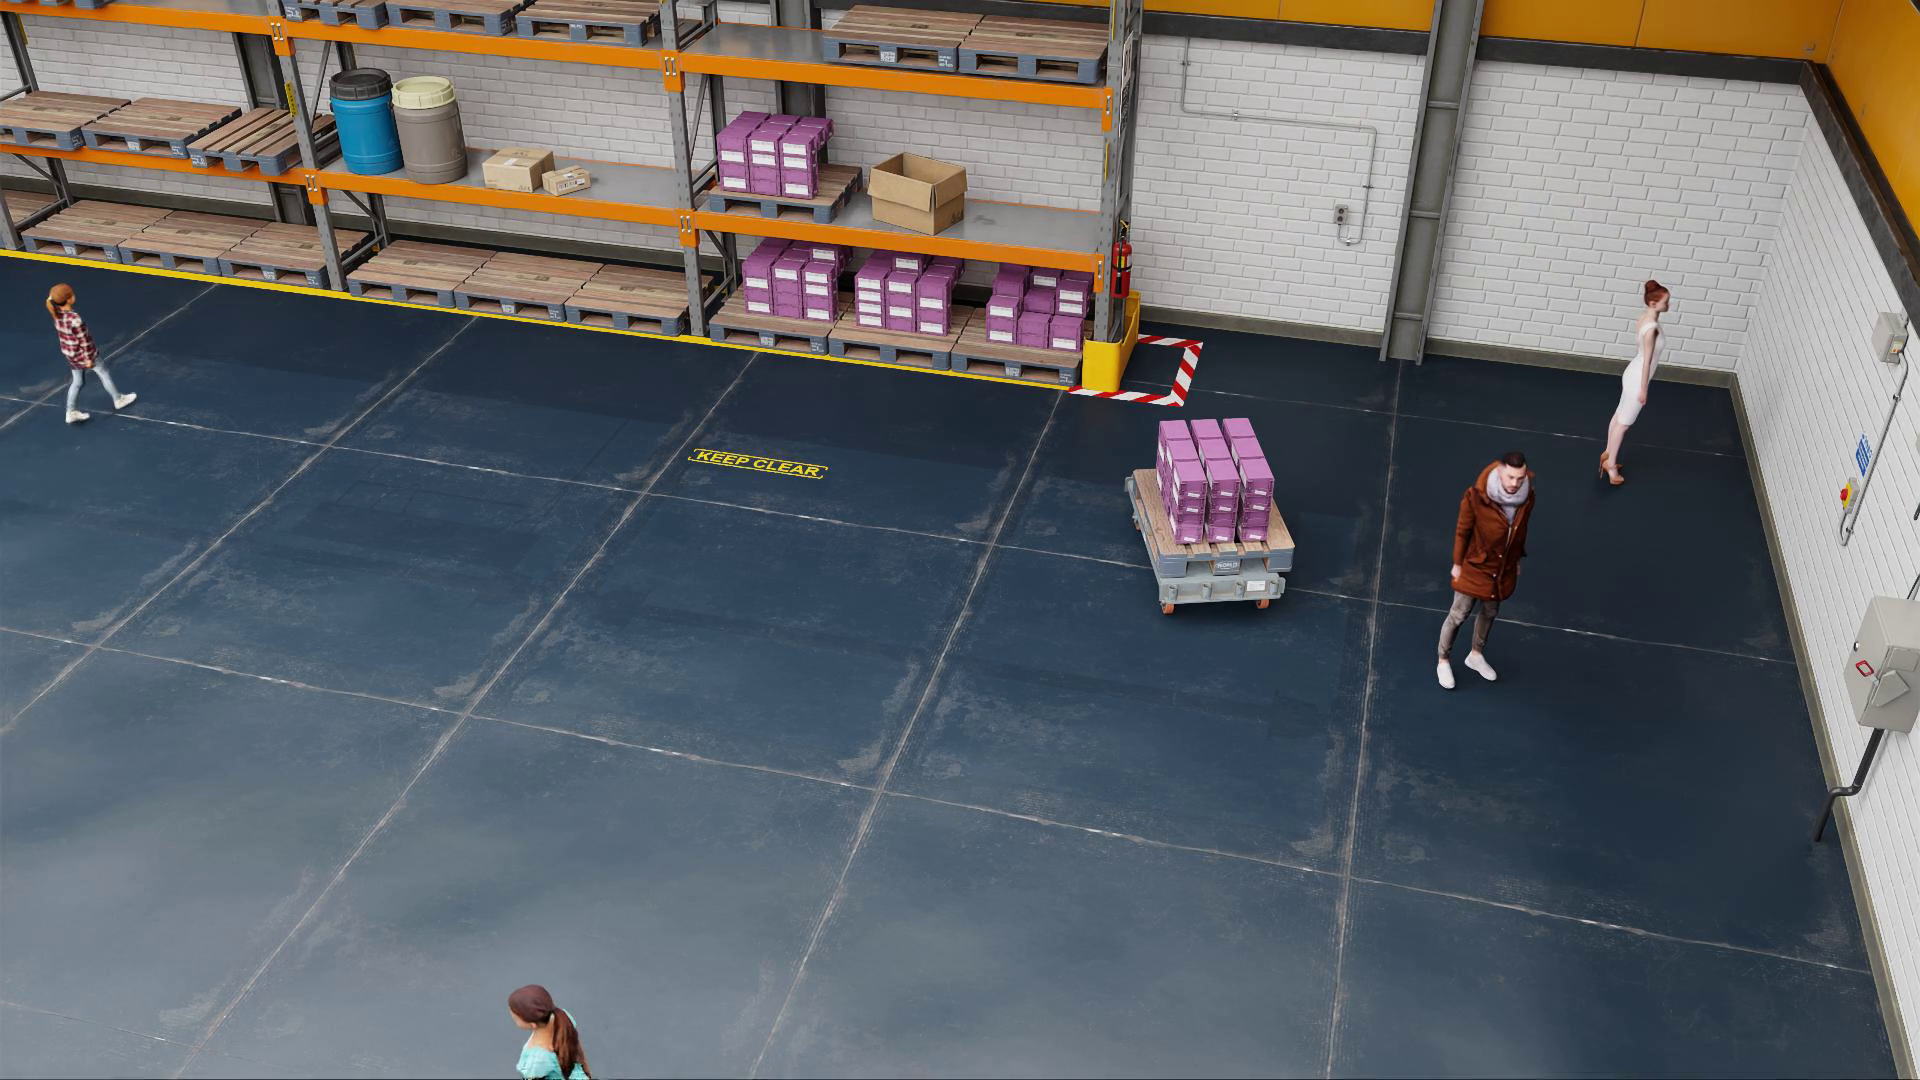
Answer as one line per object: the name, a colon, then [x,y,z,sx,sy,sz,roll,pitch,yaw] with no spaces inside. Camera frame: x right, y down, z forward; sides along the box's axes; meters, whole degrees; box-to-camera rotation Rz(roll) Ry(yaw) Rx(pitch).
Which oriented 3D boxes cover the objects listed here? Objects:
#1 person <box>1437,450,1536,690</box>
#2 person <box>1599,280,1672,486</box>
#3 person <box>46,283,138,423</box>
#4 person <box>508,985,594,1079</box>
person: [3.595,0.178,11.389,0.814,1.839,0.902,-9,35,-13]
person: [5.537,-1.294,13.648,0.475,1.791,0.575,9,35,14]
person: [-7.781,-1.623,14.605,0.874,1.279,0.727,17,37,24]
person: [-1.803,2.695,7.890,1.052,1.521,0.611,6,34,9]
